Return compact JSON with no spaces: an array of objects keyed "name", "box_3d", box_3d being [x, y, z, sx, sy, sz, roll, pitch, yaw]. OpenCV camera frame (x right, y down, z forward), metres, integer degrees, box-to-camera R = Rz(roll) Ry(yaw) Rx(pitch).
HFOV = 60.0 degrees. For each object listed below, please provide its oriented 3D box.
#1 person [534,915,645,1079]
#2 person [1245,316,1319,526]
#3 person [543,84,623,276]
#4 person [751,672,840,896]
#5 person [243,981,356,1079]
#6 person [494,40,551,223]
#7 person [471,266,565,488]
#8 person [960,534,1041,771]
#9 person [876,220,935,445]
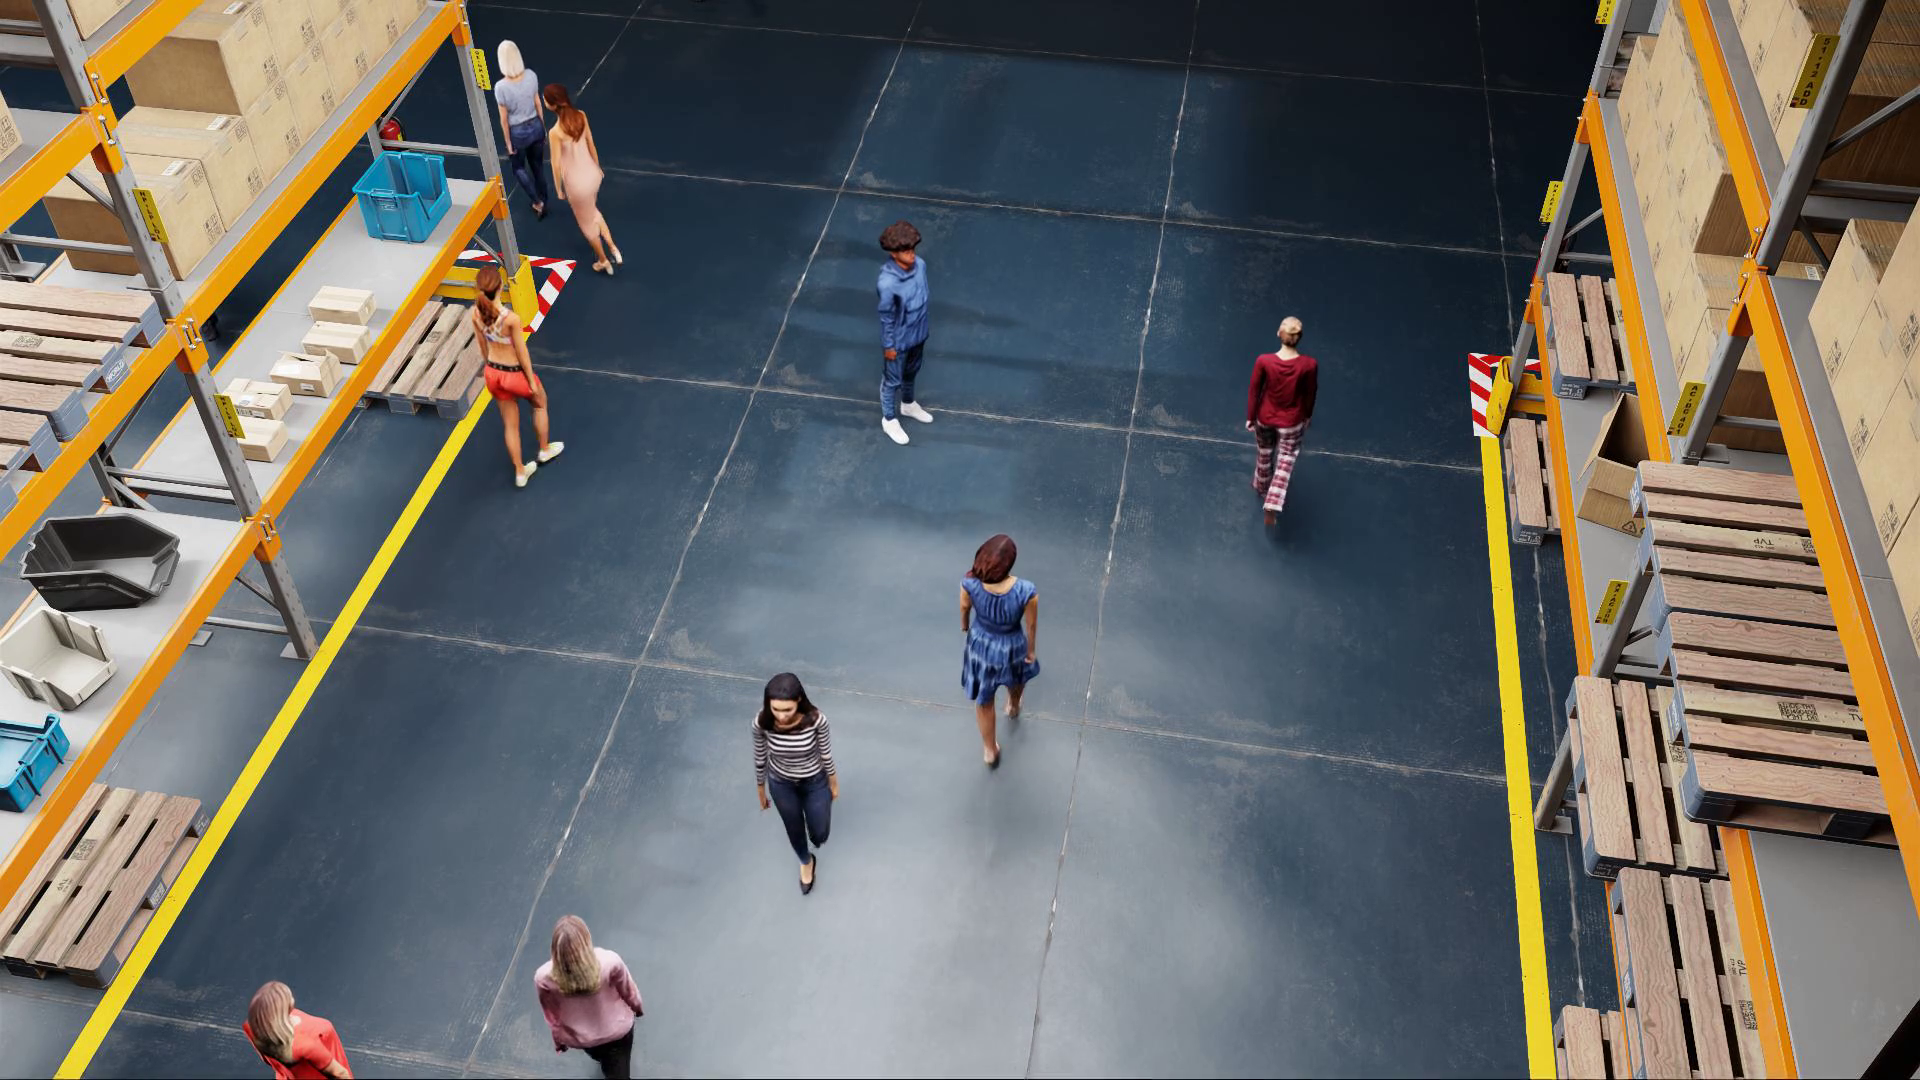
[{"name":"person","box_3d":[-1.798,2.480,8.227,0.861,1.651,1.186,-6,44,-6]},{"name":"person","box_3d":[2.249,-0.824,11.674,0.656,1.681,0.907,9,44,9]},{"name":"person","box_3d":[-3.073,-2.921,13.782,0.804,1.810,0.728,30,51,27]},{"name":"person","box_3d":[-0.900,1.316,9.358,0.678,1.778,0.755,-1,44,-1]},{"name":"person","box_3d":[-3.109,2.649,8.019,0.625,1.695,0.580,14,45,14]},{"name":"person","box_3d":[-3.749,-3.514,14.475,0.826,1.711,0.880,-28,50,-26]},{"name":"person","box_3d":[-3.262,-1.103,11.900,0.656,1.773,0.778,12,45,13]},{"name":"person","box_3d":[0.215,0.737,9.961,0.658,1.784,0.873,4,44,4]},{"name":"person","box_3d":[-0.422,-1.566,12.360,0.815,1.809,0.670,27,50,25]}]
